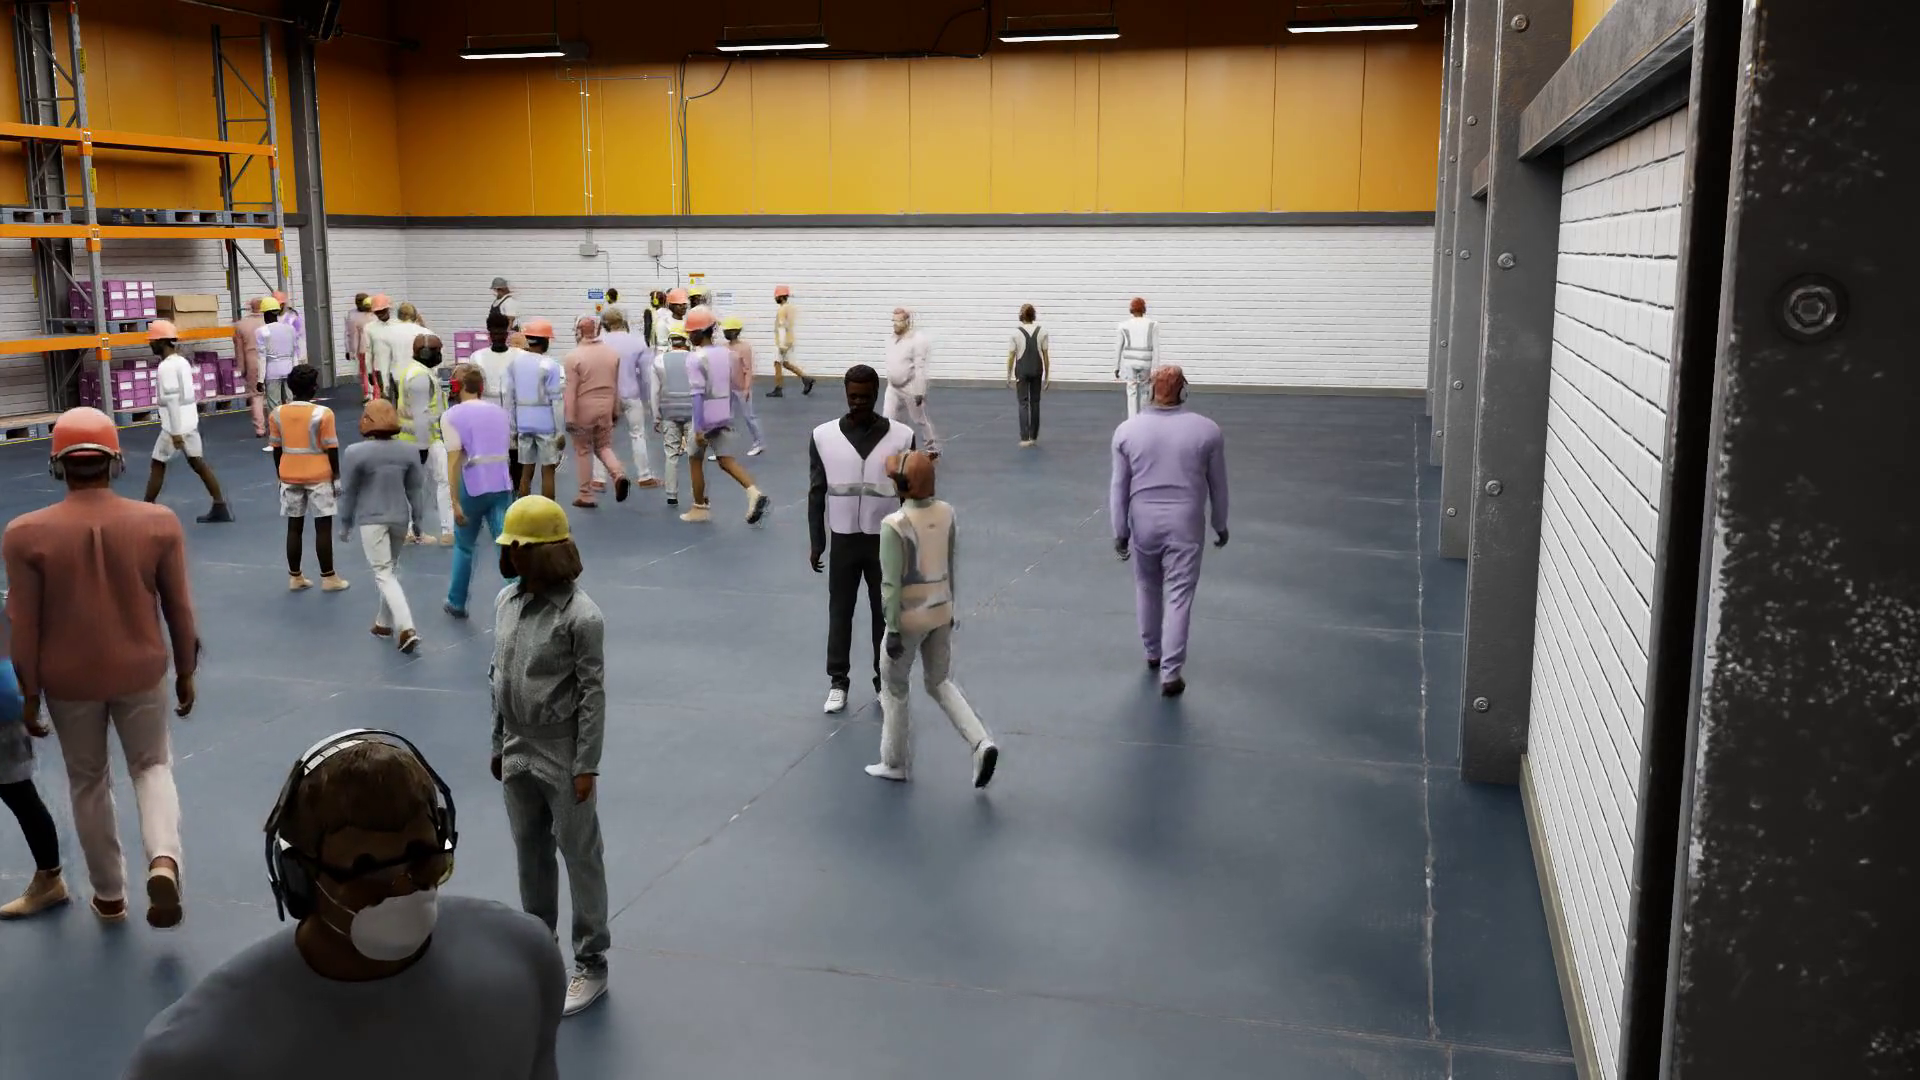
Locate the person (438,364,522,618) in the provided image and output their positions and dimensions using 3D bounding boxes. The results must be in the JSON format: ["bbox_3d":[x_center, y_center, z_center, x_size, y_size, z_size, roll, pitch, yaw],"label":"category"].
[{"bbox_3d":[-3.212,-0.292,11.200,0.981,1.777,0.574,9,13,40],"label":"person"}]

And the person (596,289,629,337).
[{"bbox_3d":[-6.145,-3.549,29.534,0.541,1.808,1.016,-8,13,-39],"label":"person"}]

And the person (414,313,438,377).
[{"bbox_3d":[-7.744,-2.456,23.860,0.504,1.613,0.660,-2,10,-12],"label":"person"}]

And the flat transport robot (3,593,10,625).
[{"bbox_3d":[-6.328,0.495,10.955,0.652,0.197,1.431,8,13,39],"label":"flat transport robot"}]

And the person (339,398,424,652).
[{"bbox_3d":[-3.650,-0.104,10.591,0.809,1.605,0.504,9,14,42],"label":"person"}]

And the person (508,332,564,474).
[{"bbox_3d":[-4.833,-1.518,18.574,0.726,1.607,0.507,-2,10,-9],"label":"person"}]

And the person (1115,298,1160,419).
[{"bbox_3d":[2.419,-2.378,22.733,0.605,1.850,0.808,1,10,5],"label":"person"}]

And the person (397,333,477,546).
[{"bbox_3d":[-4.463,-0.843,14.157,0.729,1.812,0.653,-5,11,-24],"label":"person"}]

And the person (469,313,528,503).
[{"bbox_3d":[-4.349,-1.192,15.876,0.624,1.934,0.677,-2,10,-13],"label":"person"}]

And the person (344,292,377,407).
[{"bbox_3d":[-9.520,-3.046,26.609,0.642,1.821,0.638,0,10,-2],"label":"person"}]

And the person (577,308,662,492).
[{"bbox_3d":[-3.574,-1.456,17.393,0.935,1.905,0.419,-4,11,-20],"label":"person"}]

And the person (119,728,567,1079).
[{"bbox_3d":[-0.788,1.190,2.298,0.352,1.937,0.635,9,13,40],"label":"person"}]

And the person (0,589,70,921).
[{"bbox_3d":[-3.733,0.648,6.145,0.539,1.659,0.719,8,13,39],"label":"person"}]

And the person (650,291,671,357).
[{"bbox_3d":[-4.729,-3.083,26.752,0.668,1.848,0.535,4,11,20],"label":"person"}]

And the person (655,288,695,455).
[{"bbox_3d":[-3.435,-2.059,20.404,0.374,2.044,0.606,7,12,34],"label":"person"}]

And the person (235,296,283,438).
[{"bbox_3d":[-9.362,-2.330,22.392,0.673,1.877,0.732,-1,10,-6],"label":"person"}]

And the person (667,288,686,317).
[{"bbox_3d":[-4.924,-3.374,28.457,0.930,1.825,0.547,2,10,10],"label":"person"}]

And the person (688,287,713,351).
[{"bbox_3d":[-4.419,-3.234,27.542,0.993,1.862,0.622,3,10,17],"label":"person"}]

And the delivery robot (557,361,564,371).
[{"bbox_3d":[-7.054,-2.896,29.089,0.707,0.478,0.477,-8,13,-39],"label":"delivery robot"}]

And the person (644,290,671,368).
[{"bbox_3d":[-5.347,-3.566,29.695,0.975,1.787,0.704,7,12,36],"label":"person"}]

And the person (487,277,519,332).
[{"bbox_3d":[-8.216,-3.676,29.566,0.908,2.000,0.699,-8,13,-38],"label":"person"}]

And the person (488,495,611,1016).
[{"bbox_3d":[-1.391,0.711,5.567,0.486,1.744,0.293,6,12,31],"label":"person"}]

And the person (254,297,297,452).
[{"bbox_3d":[-8.524,-2.061,20.741,0.362,1.928,0.587,5,11,28],"label":"person"}]

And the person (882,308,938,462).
[{"bbox_3d":[-0.613,-1.778,19.379,0.646,1.858,0.994,8,13,37],"label":"person"}]

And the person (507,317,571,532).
[{"bbox_3d":[-3.721,-1.005,14.744,0.551,1.933,0.381,4,11,23],"label":"person"}]

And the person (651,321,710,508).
[{"bbox_3d":[-2.710,-1.219,16.271,0.600,1.820,0.404,0,10,-1],"label":"person"}]

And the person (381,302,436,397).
[{"bbox_3d":[-6.718,-1.944,20.255,0.617,1.888,1.057,1,10,7],"label":"person"}]

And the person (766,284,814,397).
[{"bbox_3d":[-2.898,-3.355,28.109,0.758,1.918,0.549,2,10,13],"label":"person"}]

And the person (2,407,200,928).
[{"bbox_3d":[-3.120,0.503,6.108,0.621,1.975,0.698,-7,12,-34],"label":"person"}]

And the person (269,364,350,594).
[{"bbox_3d":[-4.800,-0.447,12.256,0.540,1.695,0.317,2,10,10],"label":"person"}]

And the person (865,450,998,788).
[{"bbox_3d":[-0.152,0.380,7.783,0.664,1.616,0.528,9,13,40],"label":"person"}]

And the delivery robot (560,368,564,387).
[{"bbox_3d":[-6.843,-2.726,28.125,0.707,0.478,0.477,0,10,3],"label":"delivery robot"}]

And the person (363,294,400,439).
[{"bbox_3d":[-7.503,-2.268,21.916,0.628,1.938,1.011,-3,11,-18],"label":"person"}]

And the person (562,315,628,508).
[{"bbox_3d":[-3.558,-1.238,16.185,0.553,1.886,0.661,9,13,41],"label":"person"}]

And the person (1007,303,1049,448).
[{"bbox_3d":[0.864,-2.098,21.244,0.513,1.843,0.471,-2,10,-10],"label":"person"}]

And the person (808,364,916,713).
[{"bbox_3d":[-0.532,0.003,9.150,0.600,1.892,0.376,-1,10,-5],"label":"person"}]

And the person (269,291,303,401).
[{"bbox_3d":[-10.205,-2.819,25.142,0.558,1.901,0.937,0,10,-3],"label":"person"}]

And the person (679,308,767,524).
[{"bbox_3d":[-2.198,-1.106,15.133,0.924,2.003,0.625,7,12,34],"label":"person"}]

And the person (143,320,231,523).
[{"bbox_3d":[-7.233,-1.066,15.230,1.008,1.878,0.569,-1,10,-5],"label":"person"}]

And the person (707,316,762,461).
[{"bbox_3d":[-2.695,-1.836,20.071,0.540,1.724,0.896,6,12,31],"label":"person"}]

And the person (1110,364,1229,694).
[{"bbox_3d":[1.241,-0.088,9.752,0.661,1.867,0.959,3,10,16],"label":"person"}]

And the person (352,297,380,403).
[{"bbox_3d":[-9.385,-2.999,26.542,0.555,1.749,0.477,-2,10,-10],"label":"person"}]
